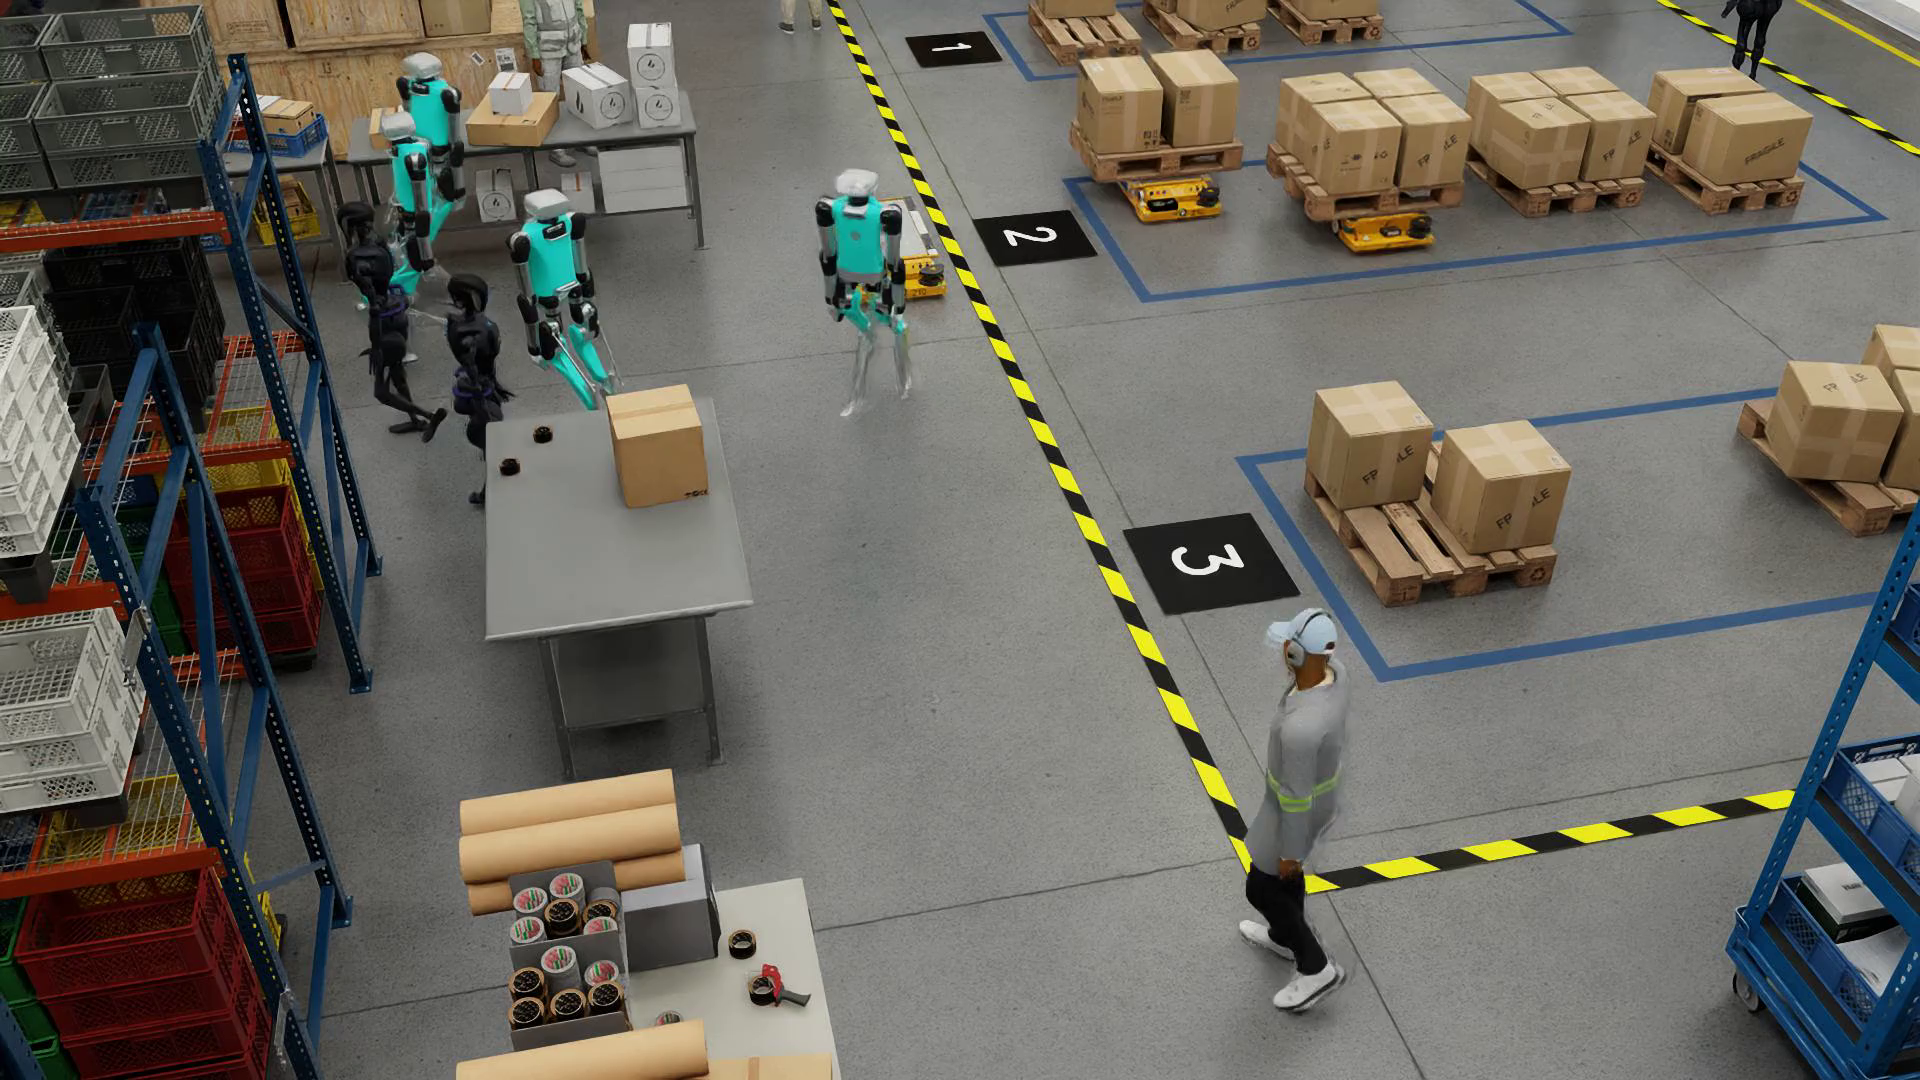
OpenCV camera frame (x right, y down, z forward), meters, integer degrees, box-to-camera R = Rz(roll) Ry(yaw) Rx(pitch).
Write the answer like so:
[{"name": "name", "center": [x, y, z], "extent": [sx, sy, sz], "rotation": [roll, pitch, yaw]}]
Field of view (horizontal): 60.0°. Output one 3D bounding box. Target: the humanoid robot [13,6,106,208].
[{"name": "humanoid robot", "center": [-7.008, -3.314, 12.837], "extent": [0.543, 1.645, 0.613], "rotation": [-8, 37, -11]}]

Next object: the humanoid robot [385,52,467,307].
[{"name": "humanoid robot", "center": [-3.781, -2.412, 11.576], "extent": [0.530, 1.791, 0.800], "rotation": [19, 41, 24]}]

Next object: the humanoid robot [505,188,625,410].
[{"name": "humanoid robot", "center": [-2.234, -1.158, 9.908], "extent": [0.661, 1.829, 0.552], "rotation": [24, 43, 29]}]

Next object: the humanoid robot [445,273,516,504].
[{"name": "humanoid robot", "center": [-2.718, -0.769, 9.427], "extent": [0.430, 1.641, 0.616], "rotation": [-6, 37, -8]}]

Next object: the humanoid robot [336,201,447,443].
[{"name": "humanoid robot", "center": [-3.472, -1.335, 10.164], "extent": [0.422, 1.640, 0.589], "rotation": [-8, 37, -11]}]

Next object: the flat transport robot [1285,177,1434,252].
[{"name": "flat transport robot", "center": [3.147, -2.707, 13.169], "extent": [0.652, 0.197, 1.431], "rotation": [-8, 37, -10]}]

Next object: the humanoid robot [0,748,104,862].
[{"name": "humanoid robot", "center": [-4.235, 0.855, 7.193], "extent": [1.065, 1.723, 0.535], "rotation": [-8, 37, -11]}]

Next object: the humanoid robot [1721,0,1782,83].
[{"name": "humanoid robot", "center": [7.166, -4.883, 14.926], "extent": [0.599, 1.655, 0.315], "rotation": [-15, 39, -19]}]

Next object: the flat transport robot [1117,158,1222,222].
[{"name": "flat transport robot", "center": [1.594, -3.015, 13.583], "extent": [0.652, 0.197, 1.431], "rotation": [-8, 37, -10]}]

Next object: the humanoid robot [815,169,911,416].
[{"name": "humanoid robot", "center": [-0.539, -1.586, 10.482], "extent": [0.531, 1.794, 0.820], "rotation": [8, 37, 11]}]

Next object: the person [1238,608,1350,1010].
[{"name": "person", "center": [1.408, 1.084, 6.802], "extent": [0.542, 1.816, 0.660], "rotation": [14, 39, 18]}]

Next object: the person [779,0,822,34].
[{"name": "person", "center": [-1.606, -5.816, 16.118], "extent": [0.565, 1.761, 0.406], "rotation": [-11, 38, -15]}]

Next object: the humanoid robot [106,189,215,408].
[{"name": "humanoid robot", "center": [-5.180, -1.636, 10.582], "extent": [0.645, 1.633, 0.603], "rotation": [12, 38, 16]}]

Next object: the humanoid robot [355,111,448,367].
[{"name": "humanoid robot", "center": [-3.689, -1.905, 10.881], "extent": [1.006, 1.735, 0.556], "rotation": [-17, 40, -21]}]

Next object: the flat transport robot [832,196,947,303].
[{"name": "flat transport robot", "center": [-0.570, -2.220, 12.538], "extent": [0.659, 0.231, 1.431], "rotation": [-8, 37, -10]}]

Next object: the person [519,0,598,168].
[{"name": "person", "center": [-3.268, -4.020, 13.562], "extent": [0.411, 1.939, 0.602], "rotation": [26, 44, 31]}]
